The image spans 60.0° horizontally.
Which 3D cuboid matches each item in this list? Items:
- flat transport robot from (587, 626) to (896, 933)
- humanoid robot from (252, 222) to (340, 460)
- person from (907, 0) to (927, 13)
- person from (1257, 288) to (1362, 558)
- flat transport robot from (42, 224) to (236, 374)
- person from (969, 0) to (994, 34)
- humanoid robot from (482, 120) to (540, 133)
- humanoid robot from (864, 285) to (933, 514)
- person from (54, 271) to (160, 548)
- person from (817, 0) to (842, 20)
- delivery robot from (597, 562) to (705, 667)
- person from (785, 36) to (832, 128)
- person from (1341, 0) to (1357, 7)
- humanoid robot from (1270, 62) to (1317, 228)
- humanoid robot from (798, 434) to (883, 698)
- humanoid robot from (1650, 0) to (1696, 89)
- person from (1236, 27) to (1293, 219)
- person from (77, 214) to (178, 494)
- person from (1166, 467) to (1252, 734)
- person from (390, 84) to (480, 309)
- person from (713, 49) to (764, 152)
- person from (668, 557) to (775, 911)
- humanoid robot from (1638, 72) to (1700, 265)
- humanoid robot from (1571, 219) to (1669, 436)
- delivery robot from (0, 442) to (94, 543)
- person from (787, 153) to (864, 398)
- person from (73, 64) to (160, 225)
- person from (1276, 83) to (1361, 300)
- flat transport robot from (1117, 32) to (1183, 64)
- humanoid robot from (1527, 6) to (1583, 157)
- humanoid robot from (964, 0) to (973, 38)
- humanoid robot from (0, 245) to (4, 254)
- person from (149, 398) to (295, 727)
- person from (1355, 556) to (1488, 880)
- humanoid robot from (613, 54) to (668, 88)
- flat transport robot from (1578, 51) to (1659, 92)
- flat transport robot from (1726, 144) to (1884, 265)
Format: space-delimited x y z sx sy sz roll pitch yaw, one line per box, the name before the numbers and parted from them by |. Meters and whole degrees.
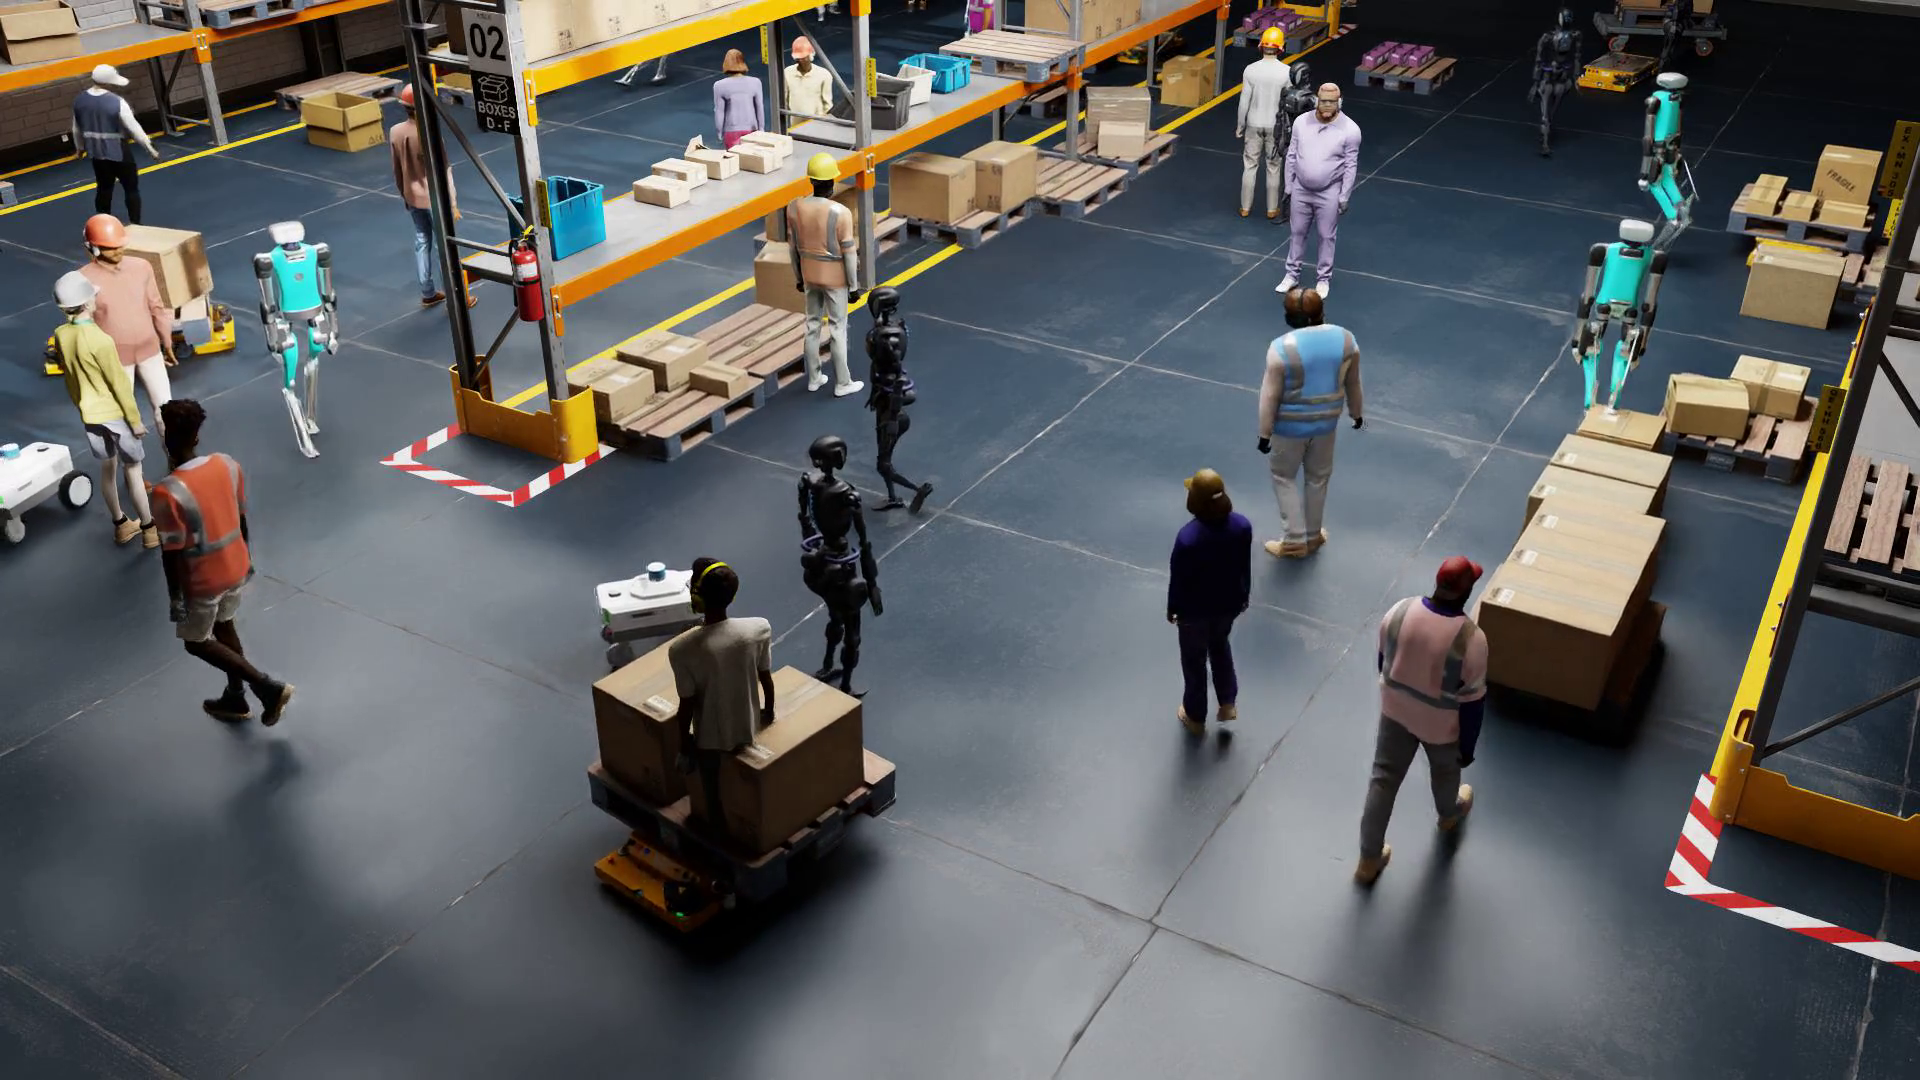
flat transport robot | -1.093 1.414 8.440 0.659 0.231 1.431 22 36 33
humanoid robot | -4.843 -1.521 12.159 0.543 1.771 0.824 -19 35 -31
person | -0.609 -8.945 25.108 0.639 1.906 0.819 -1 29 -1
person | 2.251 -0.745 10.695 0.779 1.827 0.434 -8 30 -14
flat transport robot | -6.855 -1.690 13.931 1.431 0.231 0.659 -11 31 -19
person | 0.259 -6.367 20.601 0.326 1.845 0.529 -4 30 -8
humanoid robot | -5.400 -5.641 19.467 0.548 1.809 0.888 24 37 36
humanoid robot | -0.445 -0.940 11.170 0.387 1.644 0.609 -9 31 -15
person | -5.504 -0.817 10.739 0.473 1.895 0.385 10 31 17
person | -2.008 -8.794 24.812 0.534 1.925 0.726 6 30 10
delivery robot | -1.773 0.407 9.916 0.767 0.579 0.499 -9 31 -15
person | -1.572 -4.251 16.960 0.560 1.743 0.342 8 30 14
person | 6.033 -9.118 25.559 0.329 1.751 0.572 1 29 2
humanoid robot | 3.316 -3.876 16.365 0.327 1.648 0.609 -19 35 -30
humanoid robot | -0.665 0.157 9.222 0.601 1.650 0.372 26 38 37
humanoid robot | 9.198 -6.650 21.261 0.315 1.657 0.599 25 38 37
person | 3.052 -4.158 16.646 0.569 1.897 0.359 7 30 12
person | -5.718 -1.293 11.492 0.402 1.986 0.620 22 36 33
person | 1.330 0.334 8.980 0.479 1.603 0.387 -10 31 -17
person | -4.599 -2.963 14.445 0.621 1.995 0.417 15 33 25
person | -2.233 -4.156 16.911 0.499 1.628 0.293 -6 30 -10
person | -1.088 0.899 7.721 0.509 1.876 0.329 -17 34 -27
humanoid robot | 6.627 -3.395 15.447 0.531 1.766 0.715 -20 35 -31
humanoid robot | 4.638 -1.301 11.786 0.569 1.797 0.802 5 30 9
delivery robot | -6.369 -0.368 11.321 0.499 0.614 0.817 8 30 13
person | -1.040 -2.034 12.858 0.583 1.927 0.363 14 32 24
person | -8.212 -3.729 16.074 0.748 1.714 0.469 2 30 4
person | 3.159 -3.088 14.738 0.642 1.913 0.412 16 33 25
flat transport robot | 2.499 -6.858 23.073 0.659 0.231 1.431 17 34 27
humanoid robot | 6.702 -5.121 18.596 0.611 1.636 0.708 -6 30 -11
humanoid robot | 0.266 -7.205 22.178 0.532 1.784 0.607 18 34 29
humanoid robot | -8.425 -2.526 13.979 0.612 1.652 0.346 -21 36 -32
person | -3.974 0.174 8.949 0.606 1.928 0.624 8 30 13
person | 2.268 0.807 8.048 0.623 1.703 0.909 23 37 35
humanoid robot | -4.001 -6.576 21.072 0.530 1.728 1.030 23 37 35
flat transport robot | 8.641 -6.145 21.811 0.659 0.231 1.431 21 36 32
flat transport robot | 8.064 -2.877 16.032 0.659 0.231 1.431 16 33 27
